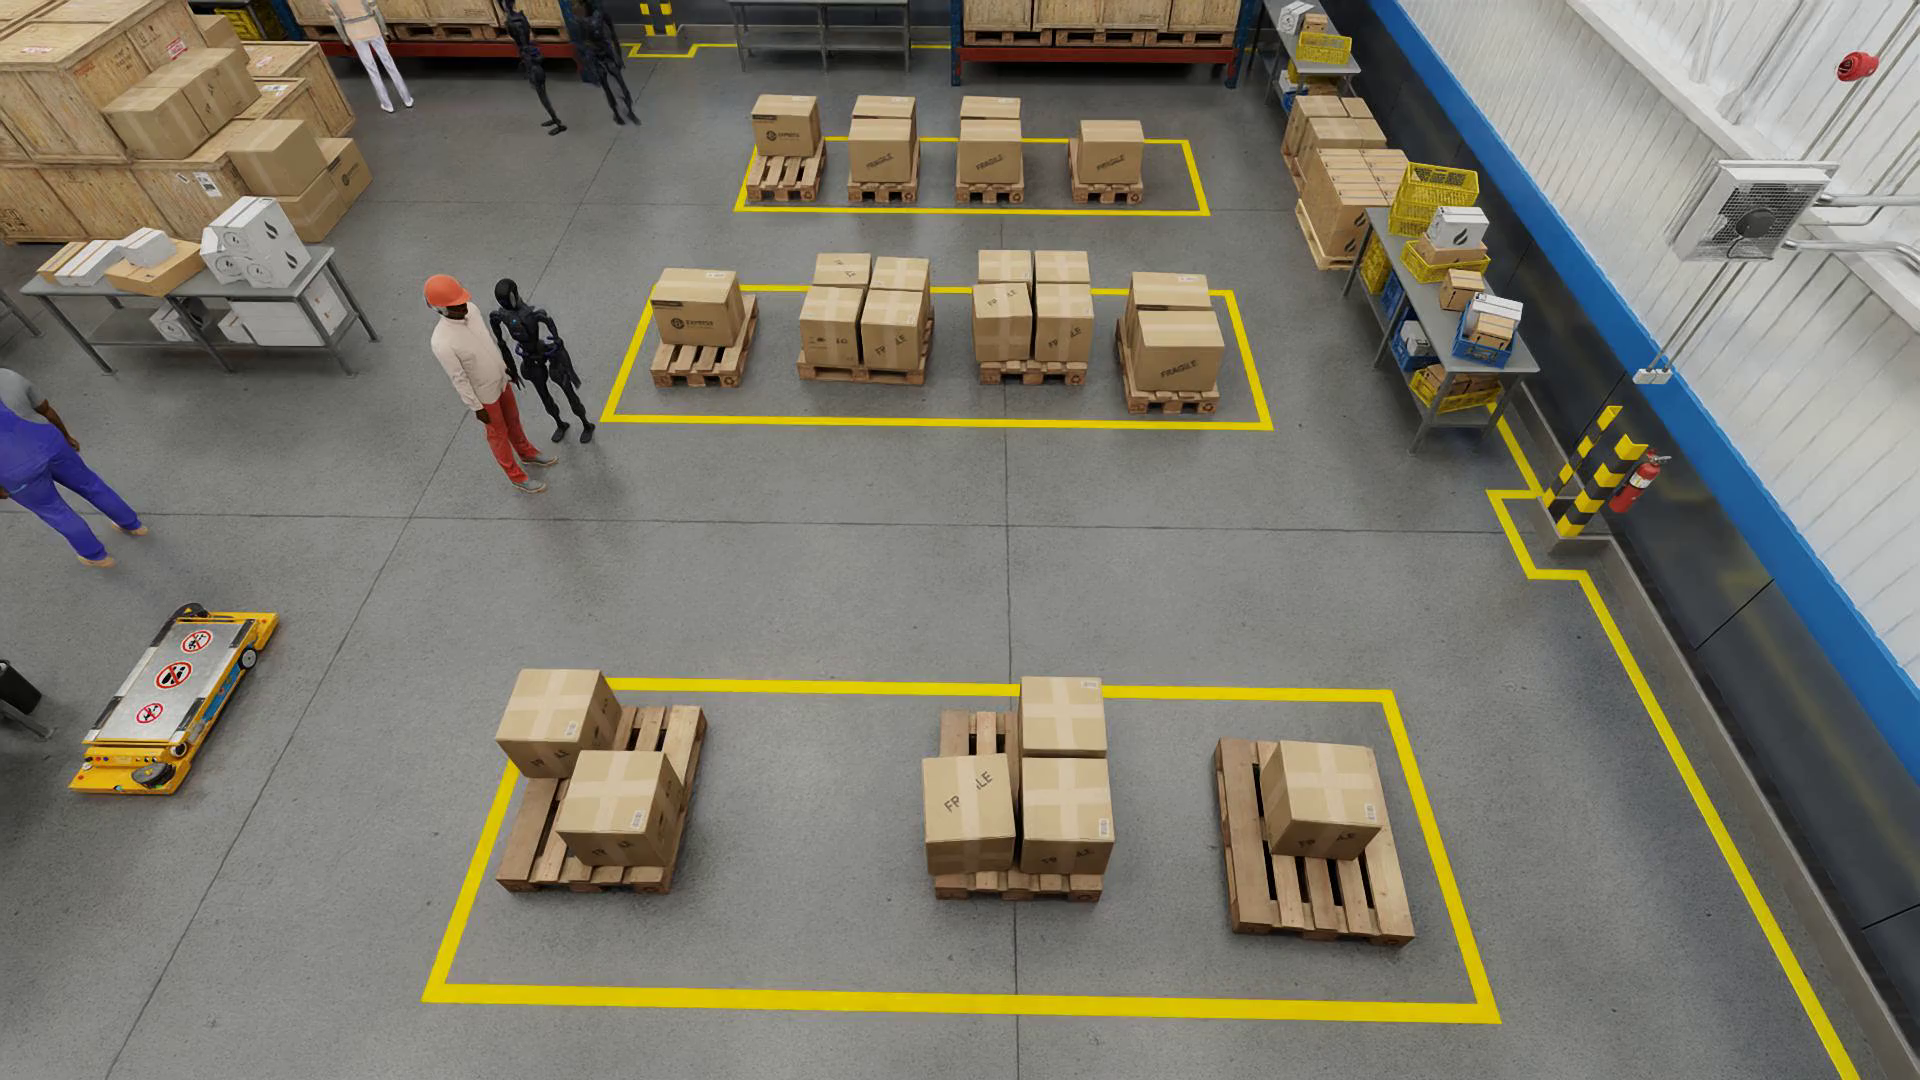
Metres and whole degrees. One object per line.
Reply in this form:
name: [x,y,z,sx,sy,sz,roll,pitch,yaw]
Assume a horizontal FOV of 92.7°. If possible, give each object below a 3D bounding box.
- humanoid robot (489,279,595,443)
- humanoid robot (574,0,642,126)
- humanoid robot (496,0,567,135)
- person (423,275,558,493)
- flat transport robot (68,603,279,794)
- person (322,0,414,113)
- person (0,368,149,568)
humanoid robot: [-3.503,-1.464,7.683,0.564,1.651,0.351,-1,50,-1]
humanoid robot: [-4.478,-6.011,11.544,0.544,1.629,0.589,-31,56,-24]
humanoid robot: [-5.403,-5.986,11.507,0.333,1.647,0.570,-24,54,-19]
person: [-3.734,-1.224,7.273,0.376,1.995,0.610,2,50,2]
flat transport robot: [-5.504,1.072,6.442,0.652,0.197,1.431,1,50,1]
person: [-7.679,-6.527,11.802,0.586,1.930,0.355,-29,56,-23]
person: [-6.911,-0.636,6.746,0.536,2.000,0.679,13,51,11]
